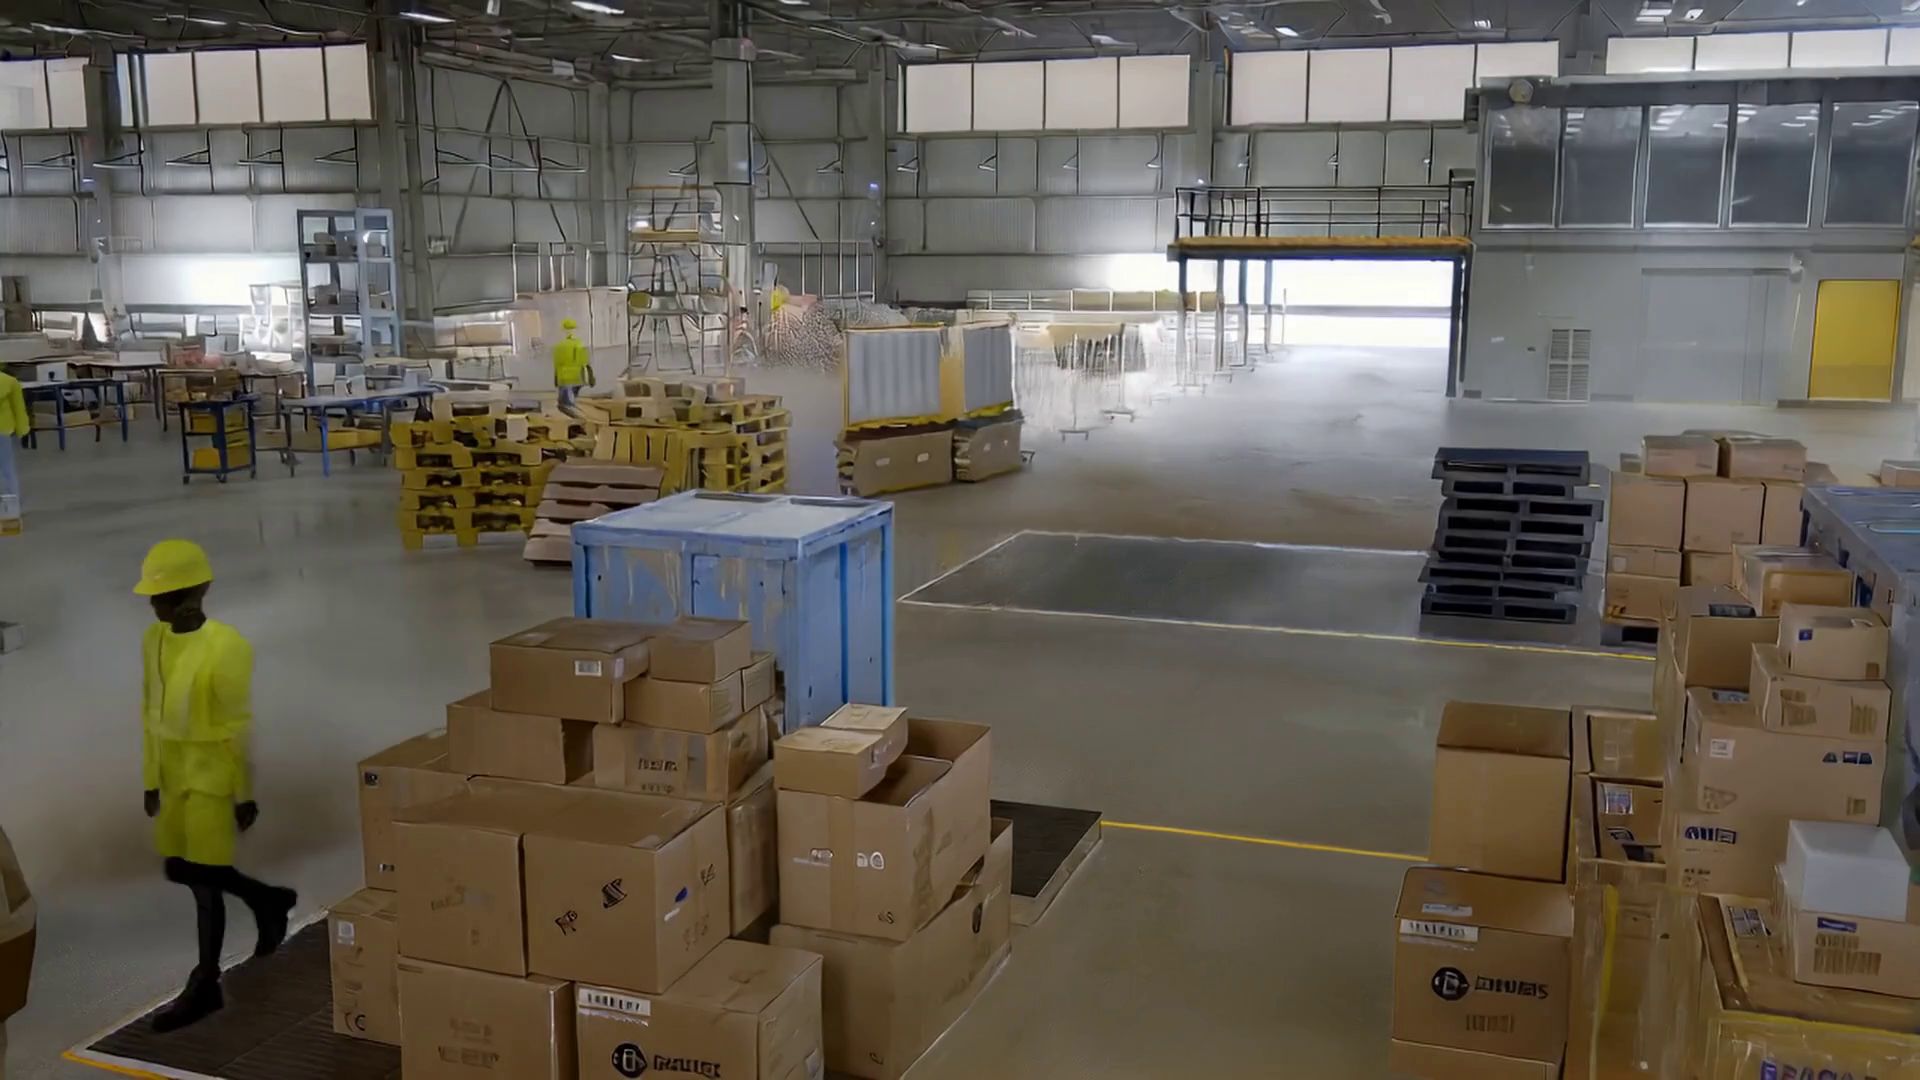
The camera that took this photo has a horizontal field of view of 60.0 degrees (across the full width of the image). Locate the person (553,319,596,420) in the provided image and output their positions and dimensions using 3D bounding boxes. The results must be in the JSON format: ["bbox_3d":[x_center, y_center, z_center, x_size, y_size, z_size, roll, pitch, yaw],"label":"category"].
[{"bbox_3d":[-5.855,-2.404,25.377,0.562,1.903,0.851,4,11,20],"label":"person"}]

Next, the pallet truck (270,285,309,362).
[{"bbox_3d":[-17.147,-5.700,43.663,0.823,1.965,1.885,3,11,17],"label":"pallet truck"}]

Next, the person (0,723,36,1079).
[{"bbox_3d":[-2.730,1.255,4.579,0.368,1.967,0.602,-5,11,-28],"label":"person"}]

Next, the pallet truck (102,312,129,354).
[{"bbox_3d":[-23.057,-5.777,46.261,0.680,1.201,1.601,3,11,19],"label":"pallet truck"}]

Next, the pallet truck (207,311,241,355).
[{"bbox_3d":[-19.537,-5.575,44.913,0.653,1.274,1.630,3,11,19],"label":"pallet truck"}]

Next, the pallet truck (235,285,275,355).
[{"bbox_3d":[-18.327,-5.835,44.421,0.823,1.965,1.885,4,11,23],"label":"pallet truck"}]

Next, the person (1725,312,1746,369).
[{"bbox_3d":[18.280,-4.721,39.179,0.497,1.625,0.287,6,12,30],"label":"person"}]

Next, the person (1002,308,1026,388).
[{"bbox_3d":[1.129,-4.057,35.219,0.490,1.705,0.842,2,10,8],"label":"person"}]

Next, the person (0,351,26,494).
[{"bbox_3d":[-10.542,-1.150,18.109,0.647,1.963,0.483,-5,11,-24],"label":"person"}]

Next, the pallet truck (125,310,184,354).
[{"bbox_3d":[-22.038,-5.665,45.457,0.704,1.261,1.522,3,11,17],"label":"pallet truck"}]

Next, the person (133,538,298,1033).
[{"bbox_3d":[-2.981,0.919,6.632,0.548,1.922,0.715,5,11,27],"label":"person"}]

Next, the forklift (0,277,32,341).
[{"bbox_3d":[-27.151,-6.329,46.328,1.157,1.987,2.680,3,11,17],"label":"forklift"}]
